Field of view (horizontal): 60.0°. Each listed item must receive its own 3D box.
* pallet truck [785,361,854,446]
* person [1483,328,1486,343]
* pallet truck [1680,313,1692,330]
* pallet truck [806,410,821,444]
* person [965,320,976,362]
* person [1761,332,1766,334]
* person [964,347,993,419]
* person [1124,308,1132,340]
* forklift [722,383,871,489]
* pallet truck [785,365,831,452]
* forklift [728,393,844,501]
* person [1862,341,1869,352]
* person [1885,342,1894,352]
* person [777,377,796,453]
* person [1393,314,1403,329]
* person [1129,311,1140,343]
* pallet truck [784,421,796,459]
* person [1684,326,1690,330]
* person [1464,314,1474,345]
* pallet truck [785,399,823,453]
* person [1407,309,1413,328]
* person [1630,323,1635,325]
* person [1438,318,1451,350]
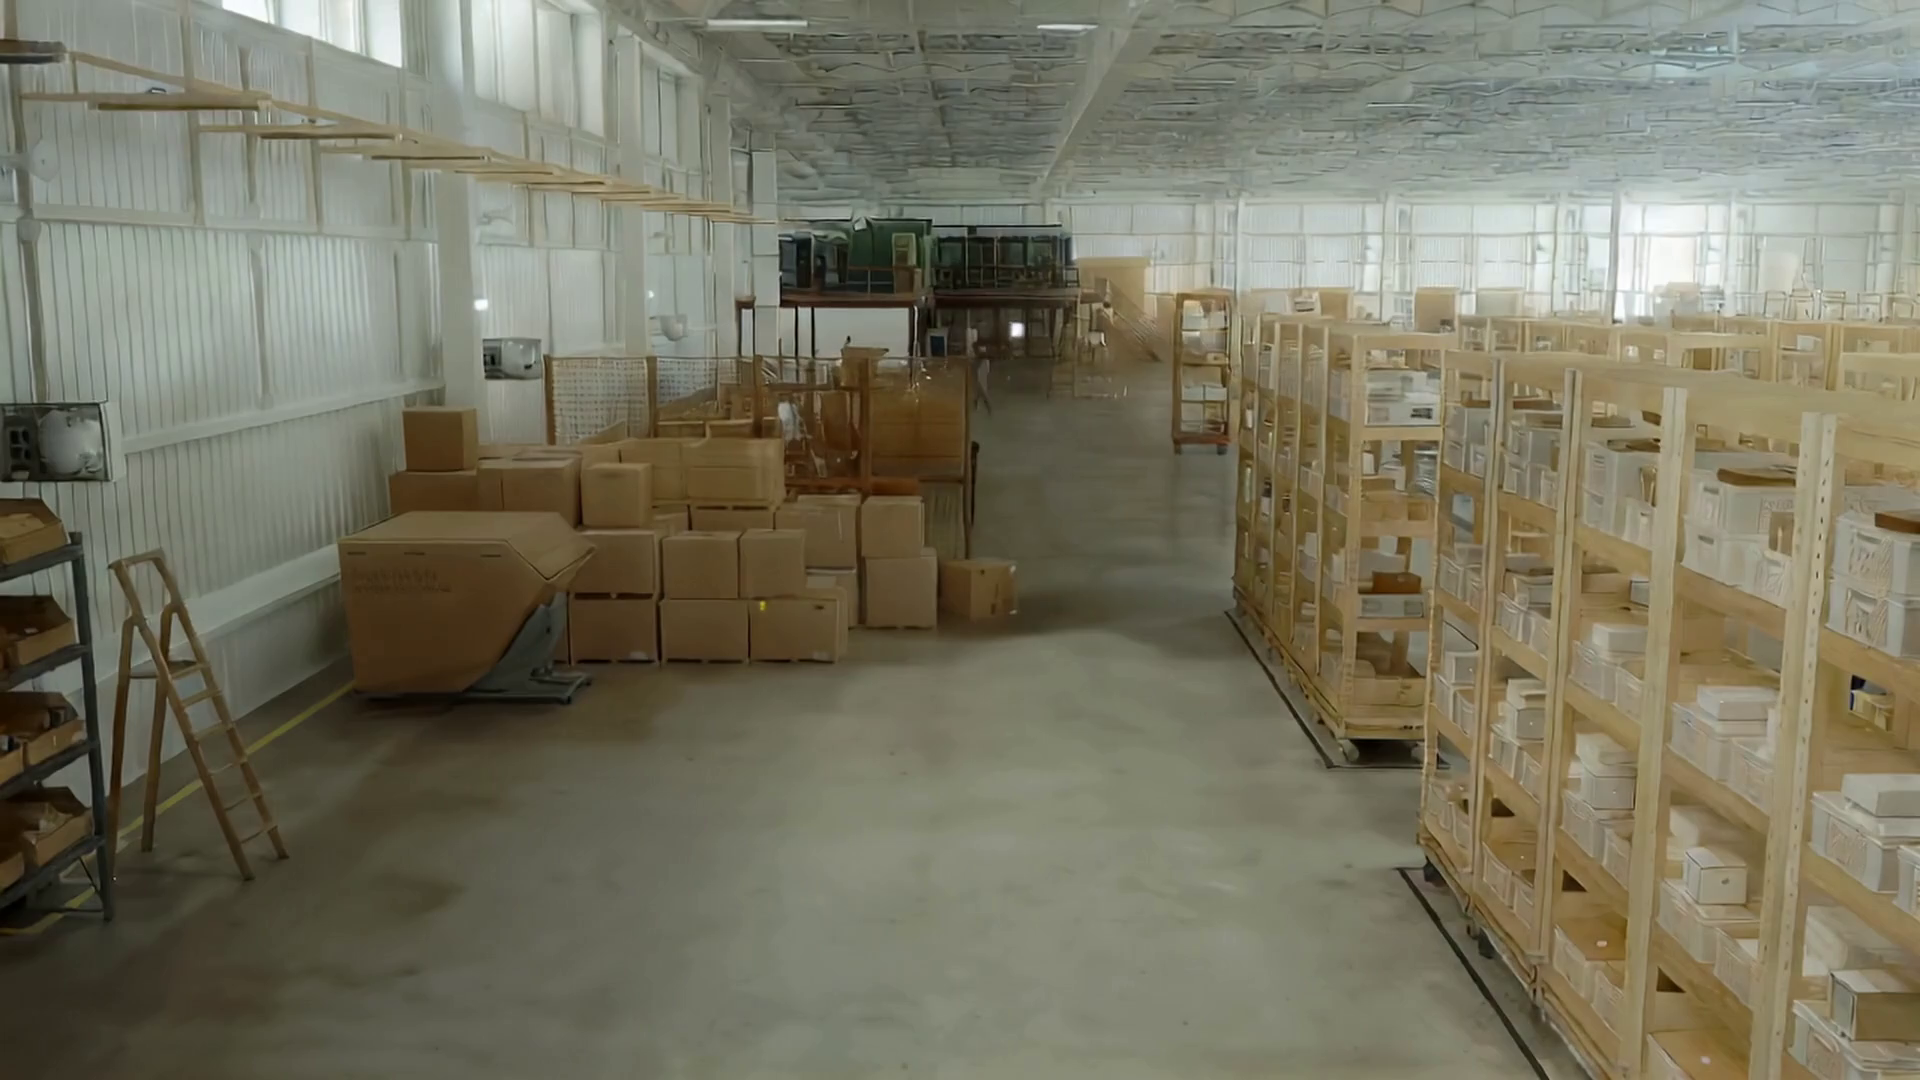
[{"bbox_3d":[-3.410,-3.193,38.978,1.885,1.965,0.823,0,9,-1],"label":"pallet truck"},{"bbox_3d":[21.149,-7.699,67.081,0.948,1.891,0.569,-3,10,-16],"label":"person"},{"bbox_3d":[36.315,-10.531,84.244,0.823,1.965,1.885,-6,11,-33],"label":"pallet truck"},{"bbox_3d":[-3.559,-2.018,33.905,1.522,1.261,0.704,0,9,-1],"label":"pallet truck"},{"bbox_3d":[0.488,-8.949,74.833,0.585,1.882,0.337,-7,12,-37],"label":"person"},{"bbox_3d":[28.806,-6.552,59.740,0.540,1.978,0.633,6,11,35],"label":"person"},{"bbox_3d":[0.503,-4.331,45.974,0.980,1.998,0.614,-3,10,-16],"label":"person"},{"bbox_3d":[9.948,-12.745,98.075,0.617,1.937,0.401,-4,10,-22],"label":"person"},{"bbox_3d":[-2.893,-1.687,28.729,2.680,1.987,1.157,0,9,-1],"label":"forklift"},{"bbox_3d":[-3.774,-2.976,37.635,1.885,1.965,0.823,1,9,5],"label":"pallet truck"},{"bbox_3d":[-2.979,-1.316,26.476,2.680,1.987,1.157,0,9,1],"label":"forklift"},{"bbox_3d":[31.618,-6.109,57.978,0.784,1.668,0.538,4,10,26],"label":"person"},{"bbox_3d":[32.802,-6.323,58.380,0.603,1.966,0.368,6,11,33],"label":"person"},{"bbox_3d":[-3.636,-2.498,34.968,0.402,1.906,0.652,-2,9,-12],"label":"person"},{"bbox_3d":[21.858,-10.318,83.109,0.356,1.937,0.638,-5,10,-27],"label":"person"},{"bbox_3d":[10.018,-12.175,95.014,0.937,1.790,0.624,-6,11,-35],"label":"person"},{"bbox_3d":[-4.013,-1.793,32.705,1.601,1.201,0.680,0,9,1],"label":"pallet truck"},{"bbox_3d":[30.567,-8.163,70.101,0.819,1.837,0.570,-8,12,-40],"label":"person"},{"bbox_3d":[27.016,-11.097,88.236,0.435,1.833,0.648,-4,10,-21],"label":"person"},{"bbox_3d":[-3.814,-2.432,36.419,1.630,1.274,0.653,0,9,1],"label":"pallet truck"},{"bbox_3d":[25.595,-12.177,94.648,0.399,1.918,0.588,5,11,30],"label":"person"},{"bbox_3d":[27.007,-7.790,67.197,0.905,2.000,0.689,0,9,-3],"label":"person"},{"bbox_3d":[22.056,-9.126,75.744,0.545,1.942,0.350,4,10,25],"label":"person"}]
